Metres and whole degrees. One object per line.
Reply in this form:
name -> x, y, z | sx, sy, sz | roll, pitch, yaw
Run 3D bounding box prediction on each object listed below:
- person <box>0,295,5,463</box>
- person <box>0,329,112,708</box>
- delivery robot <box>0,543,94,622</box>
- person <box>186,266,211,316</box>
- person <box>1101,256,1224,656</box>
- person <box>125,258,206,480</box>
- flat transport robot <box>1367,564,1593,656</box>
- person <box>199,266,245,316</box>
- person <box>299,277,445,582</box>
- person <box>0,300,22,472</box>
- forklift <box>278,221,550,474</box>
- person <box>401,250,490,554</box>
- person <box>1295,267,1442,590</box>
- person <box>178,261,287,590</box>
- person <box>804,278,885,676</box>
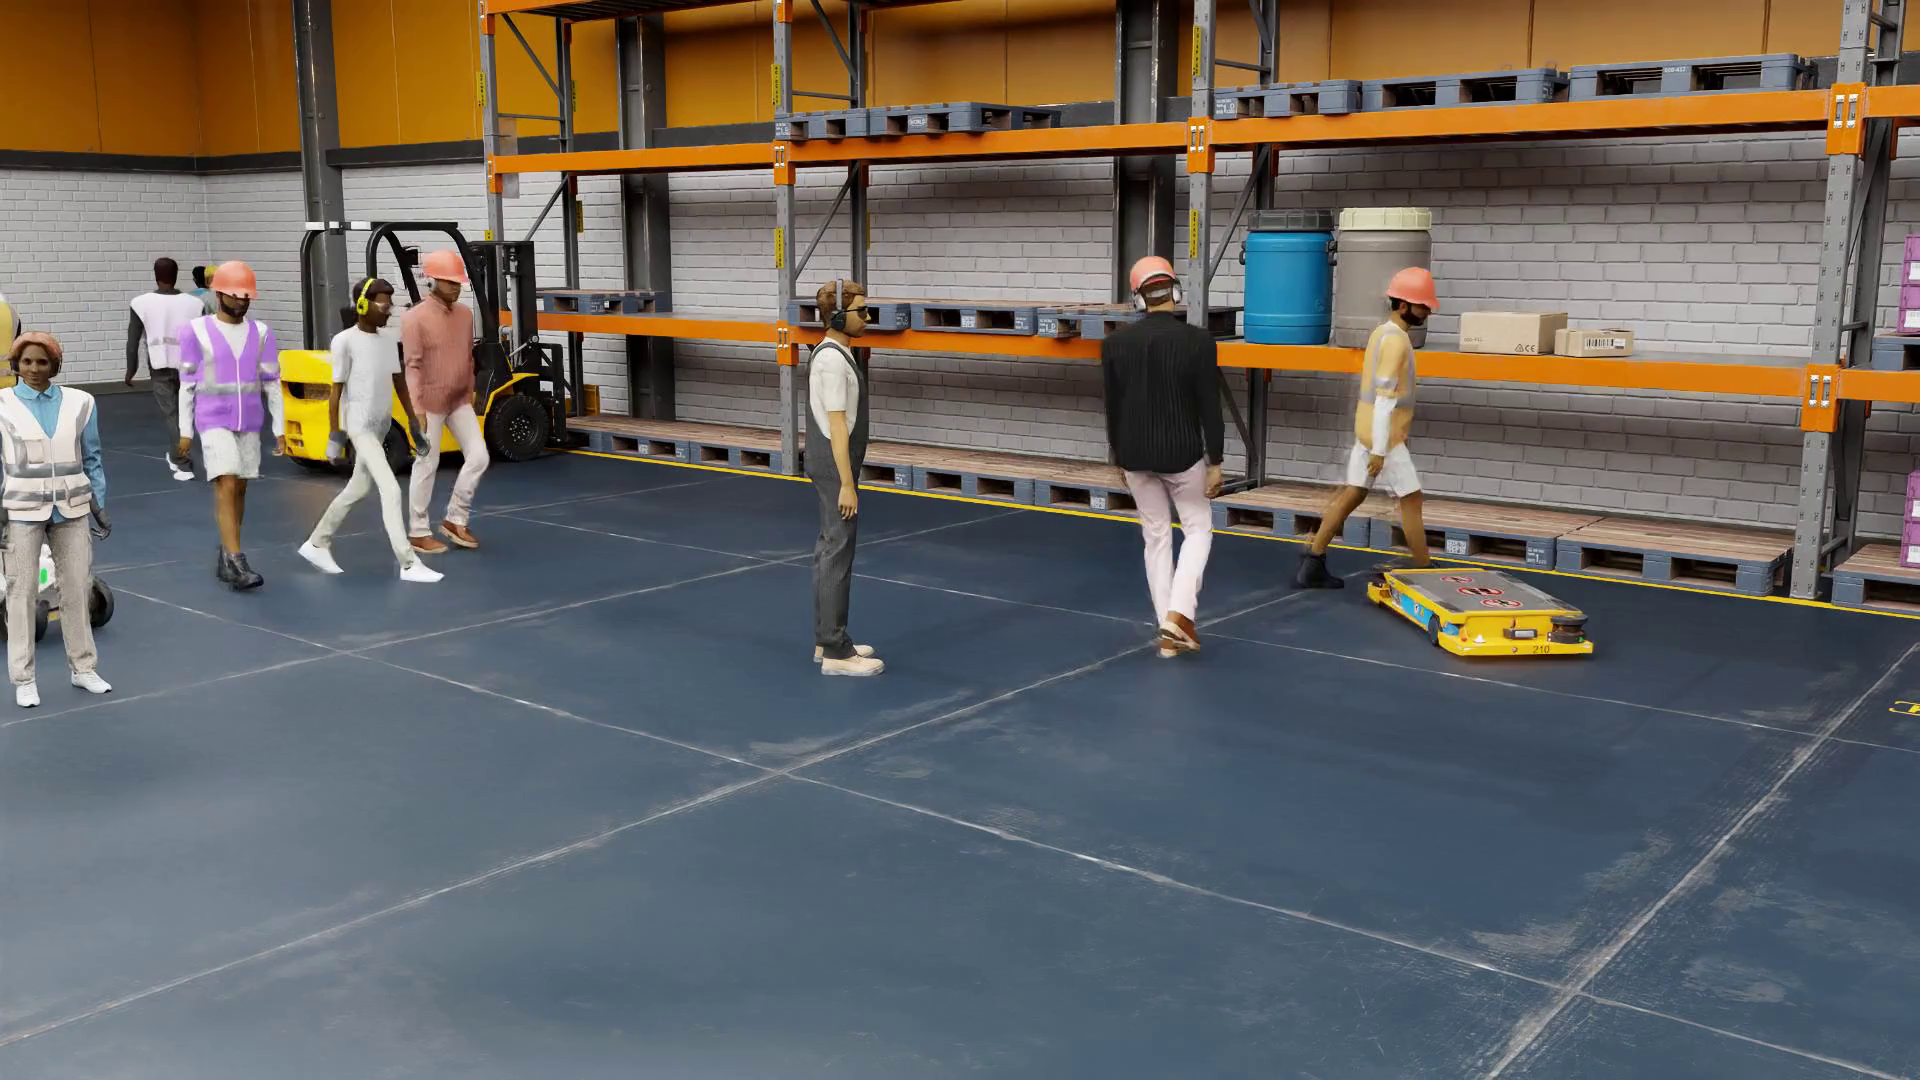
person -> -8.938, -1.606, 15.056 | 0.592, 1.852, 0.836 | -4, 11, -19
person -> -4.013, -0.101, 7.308 | 0.312, 1.638, 0.512 | 9, 14, 42
delivery robot -> -4.836, 0.170, 8.549 | 0.707, 0.478, 0.477 | 4, 11, 19
person -> -9.486, -2.591, 20.938 | 0.317, 1.695, 0.540 | 6, 12, 29
person -> 0.979, -0.397, 8.086 | 0.646, 1.950, 0.521 | 5, 11, 26
person -> -6.786, -1.470, 14.248 | 0.619, 1.863, 0.988 | -9, 13, -40
flat transport robot -> 2.660, 0.342, 8.640 | 0.652, 0.197, 1.431 | -1, 10, -4
person -> -9.156, -2.554, 20.707 | 0.537, 1.699, 0.438 | -7, 13, -36
person -> -3.566, -0.659, 9.921 | 0.972, 1.822, 0.538 | 3, 11, 15
person -> -7.198, -1.095, 12.253 | 0.428, 1.844, 0.623 | 2, 10, 10
forklift -> -4.922, -1.741, 14.854 | 1.214, 2.155, 2.313 | 8, 13, 38
person -> -3.336, -0.874, 10.719 | 0.587, 1.954, 0.643 | 5, 12, 27
person -> 2.408, -0.607, 9.452 | 0.991, 1.877, 0.636 | 1, 10, 4
person -> -4.171, -0.655, 9.656 | 0.899, 1.893, 0.564 | 10, 14, 43
person -> -0.553, -0.291, 7.783 | 0.344, 1.846, 0.506 | -2, 10, -10
